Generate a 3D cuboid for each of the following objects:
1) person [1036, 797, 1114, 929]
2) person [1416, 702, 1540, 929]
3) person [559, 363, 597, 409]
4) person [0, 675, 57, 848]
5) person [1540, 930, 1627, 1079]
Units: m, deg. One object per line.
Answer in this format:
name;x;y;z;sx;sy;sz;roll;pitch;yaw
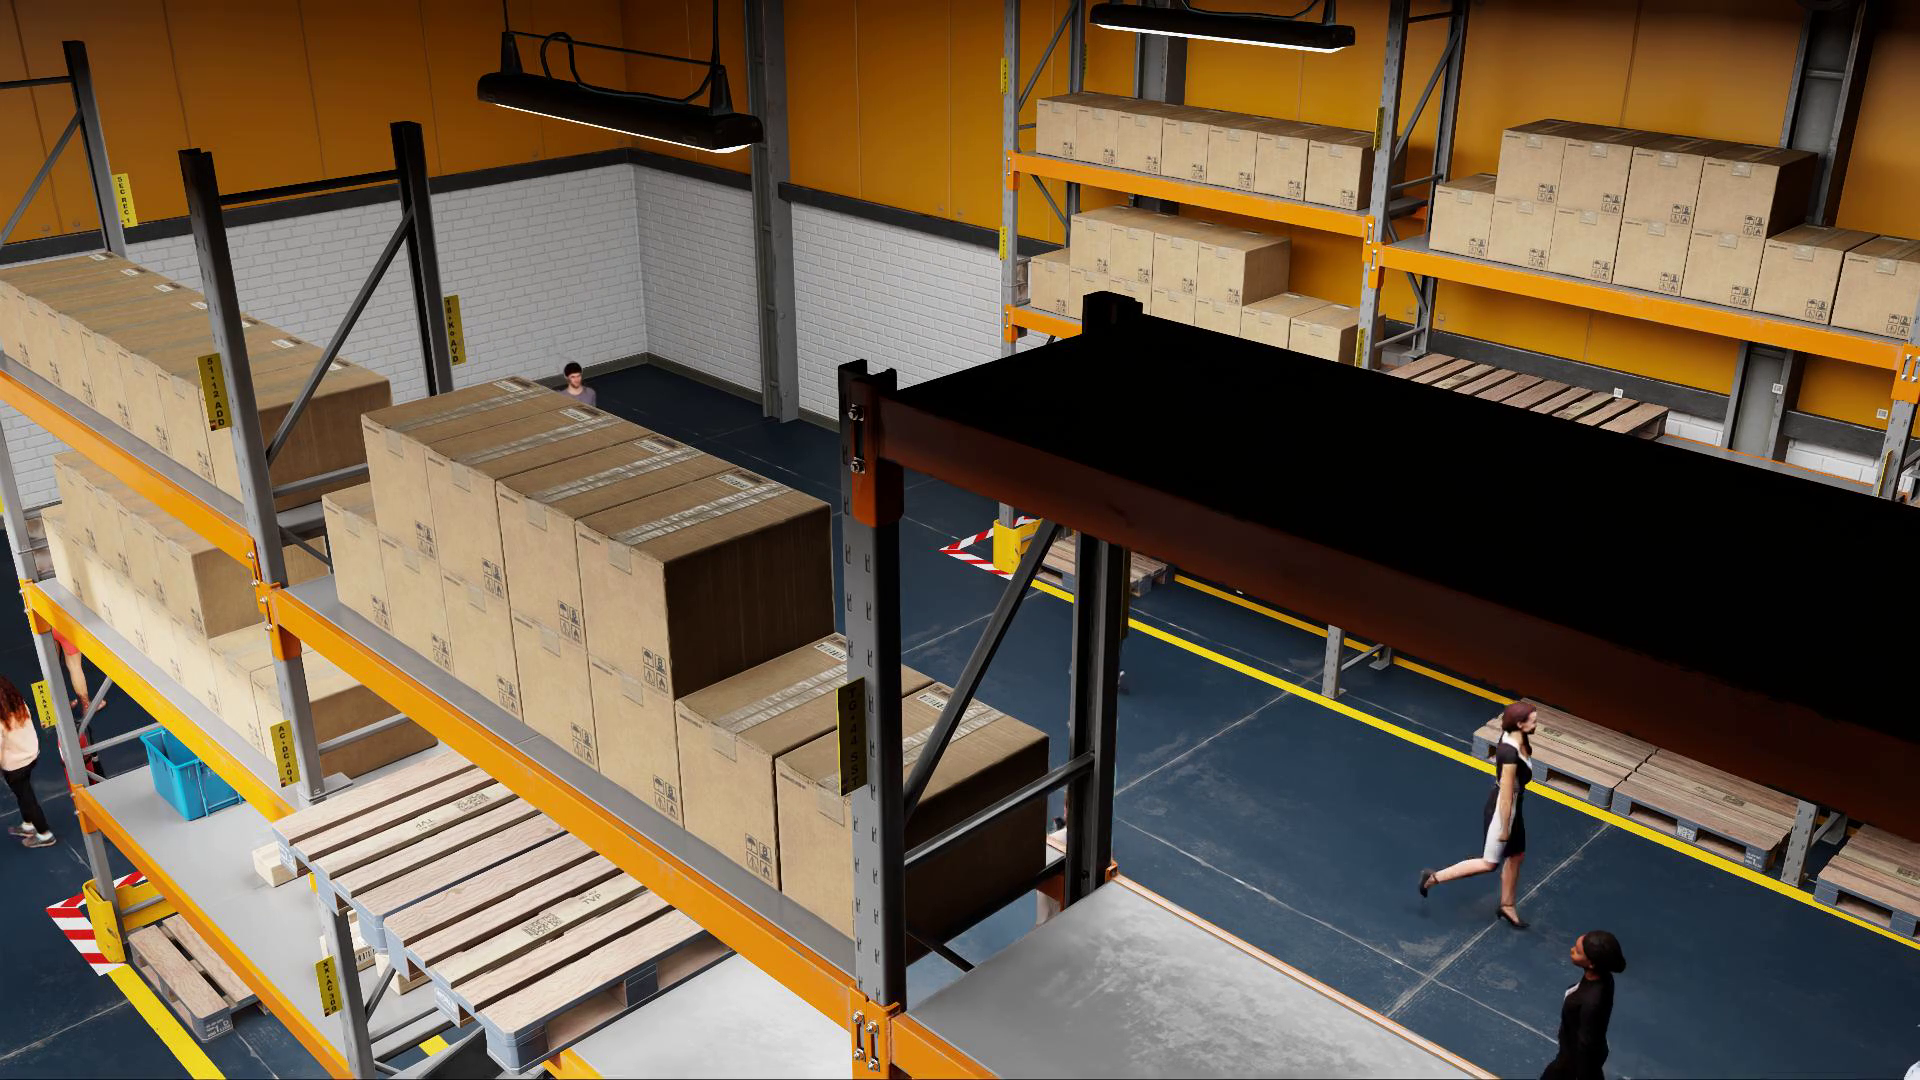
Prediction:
person;0.682;2.322;10.393;0.934;1.879;1.115;-10;25;-21
person;3.654;1.906;11.475;1.121;1.775;0.887;8;25;17
person;-4.194;-1.058;18.203;0.889;1.817;1.237;-14;27;-28
person;-6.990;1.653;12.432;0.818;1.472;0.758;0;24;0
person;3.567;2.924;9.326;1.141;1.630;0.800;13;27;27
